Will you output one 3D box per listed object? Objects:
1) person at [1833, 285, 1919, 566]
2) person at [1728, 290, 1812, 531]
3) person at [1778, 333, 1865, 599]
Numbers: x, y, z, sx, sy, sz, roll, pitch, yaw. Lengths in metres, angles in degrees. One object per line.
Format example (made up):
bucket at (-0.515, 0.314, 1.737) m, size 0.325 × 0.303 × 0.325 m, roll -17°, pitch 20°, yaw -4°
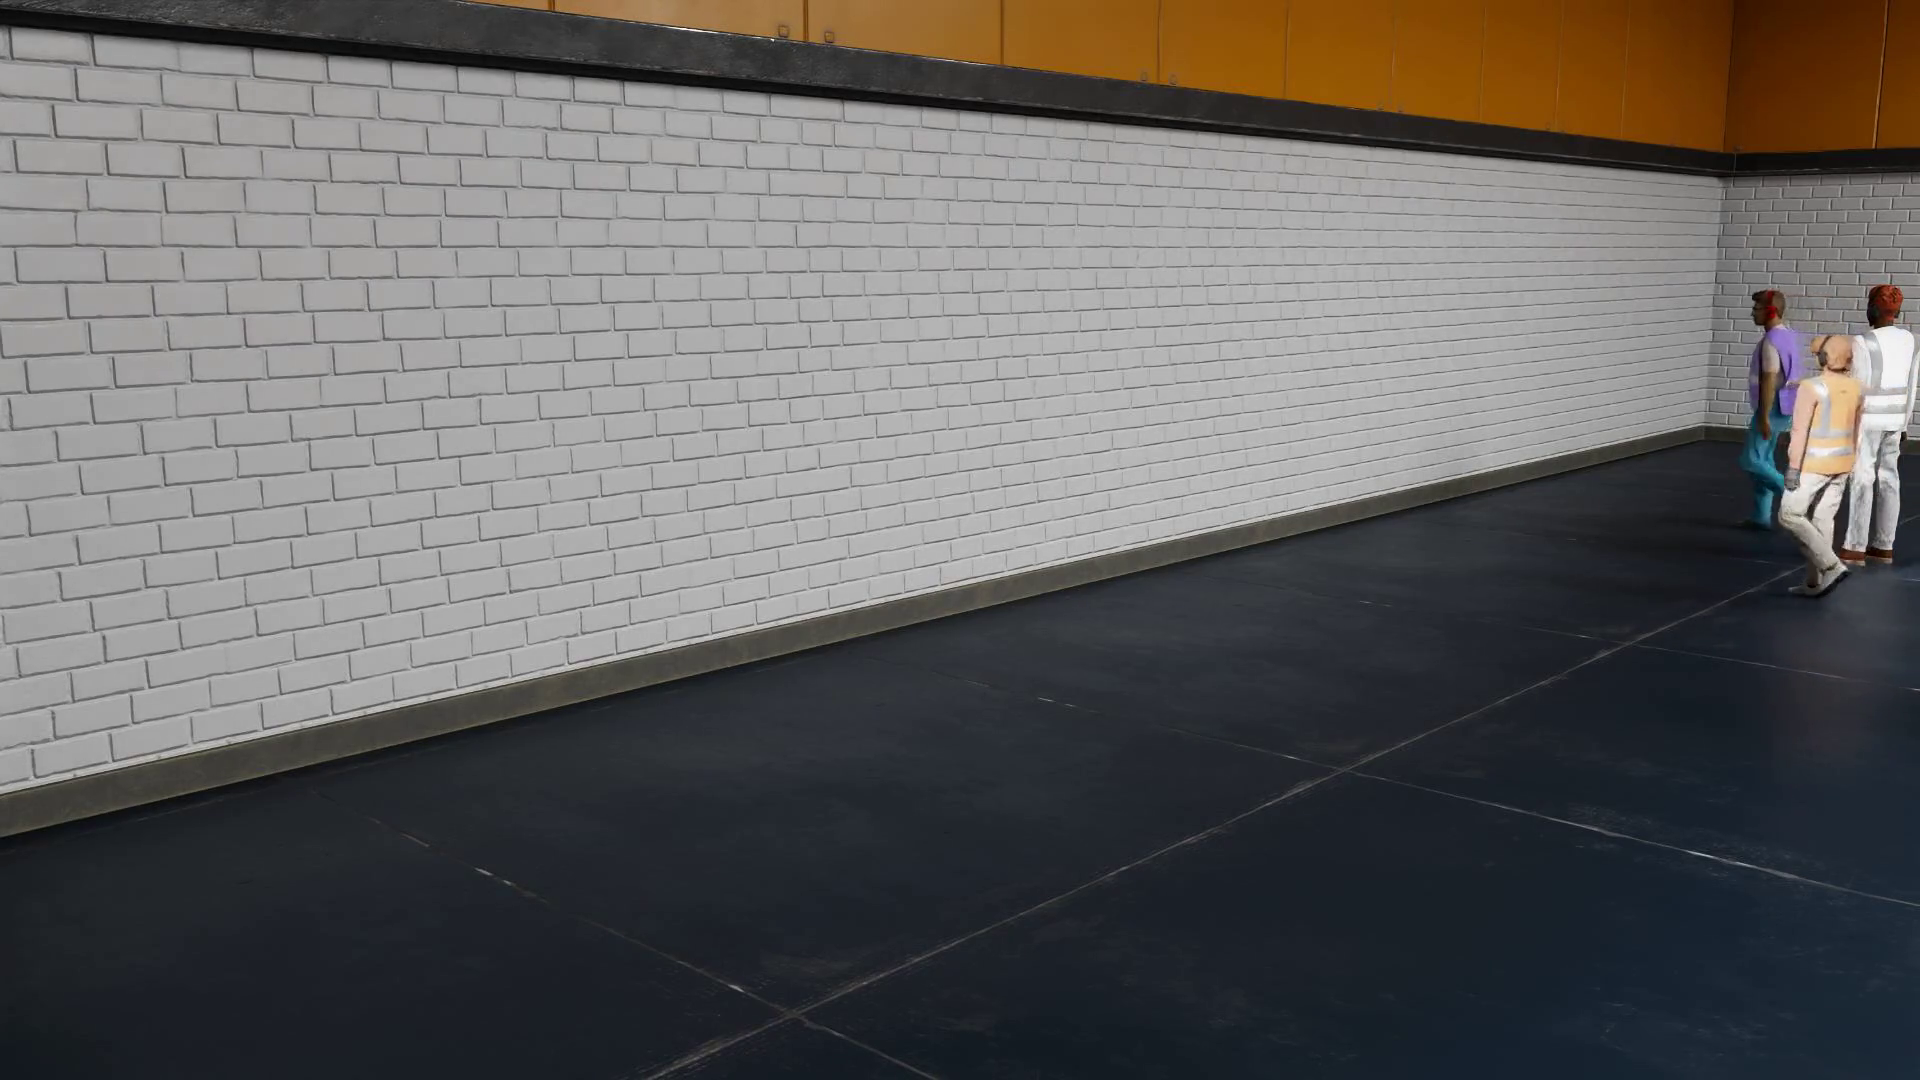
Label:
person at (6.143, -0.764, 11.182) m, size 0.576 × 1.882 × 0.355 m, roll -3°, pitch 10°, yaw -17°
person at (6.081, -0.944, 12.384) m, size 0.491 × 1.826 × 0.563 m, roll 7°, pitch 12°, yaw 36°
person at (5.197, -0.424, 9.975) m, size 0.532 × 1.624 × 0.422 m, roll -4°, pitch 11°, yaw -22°
